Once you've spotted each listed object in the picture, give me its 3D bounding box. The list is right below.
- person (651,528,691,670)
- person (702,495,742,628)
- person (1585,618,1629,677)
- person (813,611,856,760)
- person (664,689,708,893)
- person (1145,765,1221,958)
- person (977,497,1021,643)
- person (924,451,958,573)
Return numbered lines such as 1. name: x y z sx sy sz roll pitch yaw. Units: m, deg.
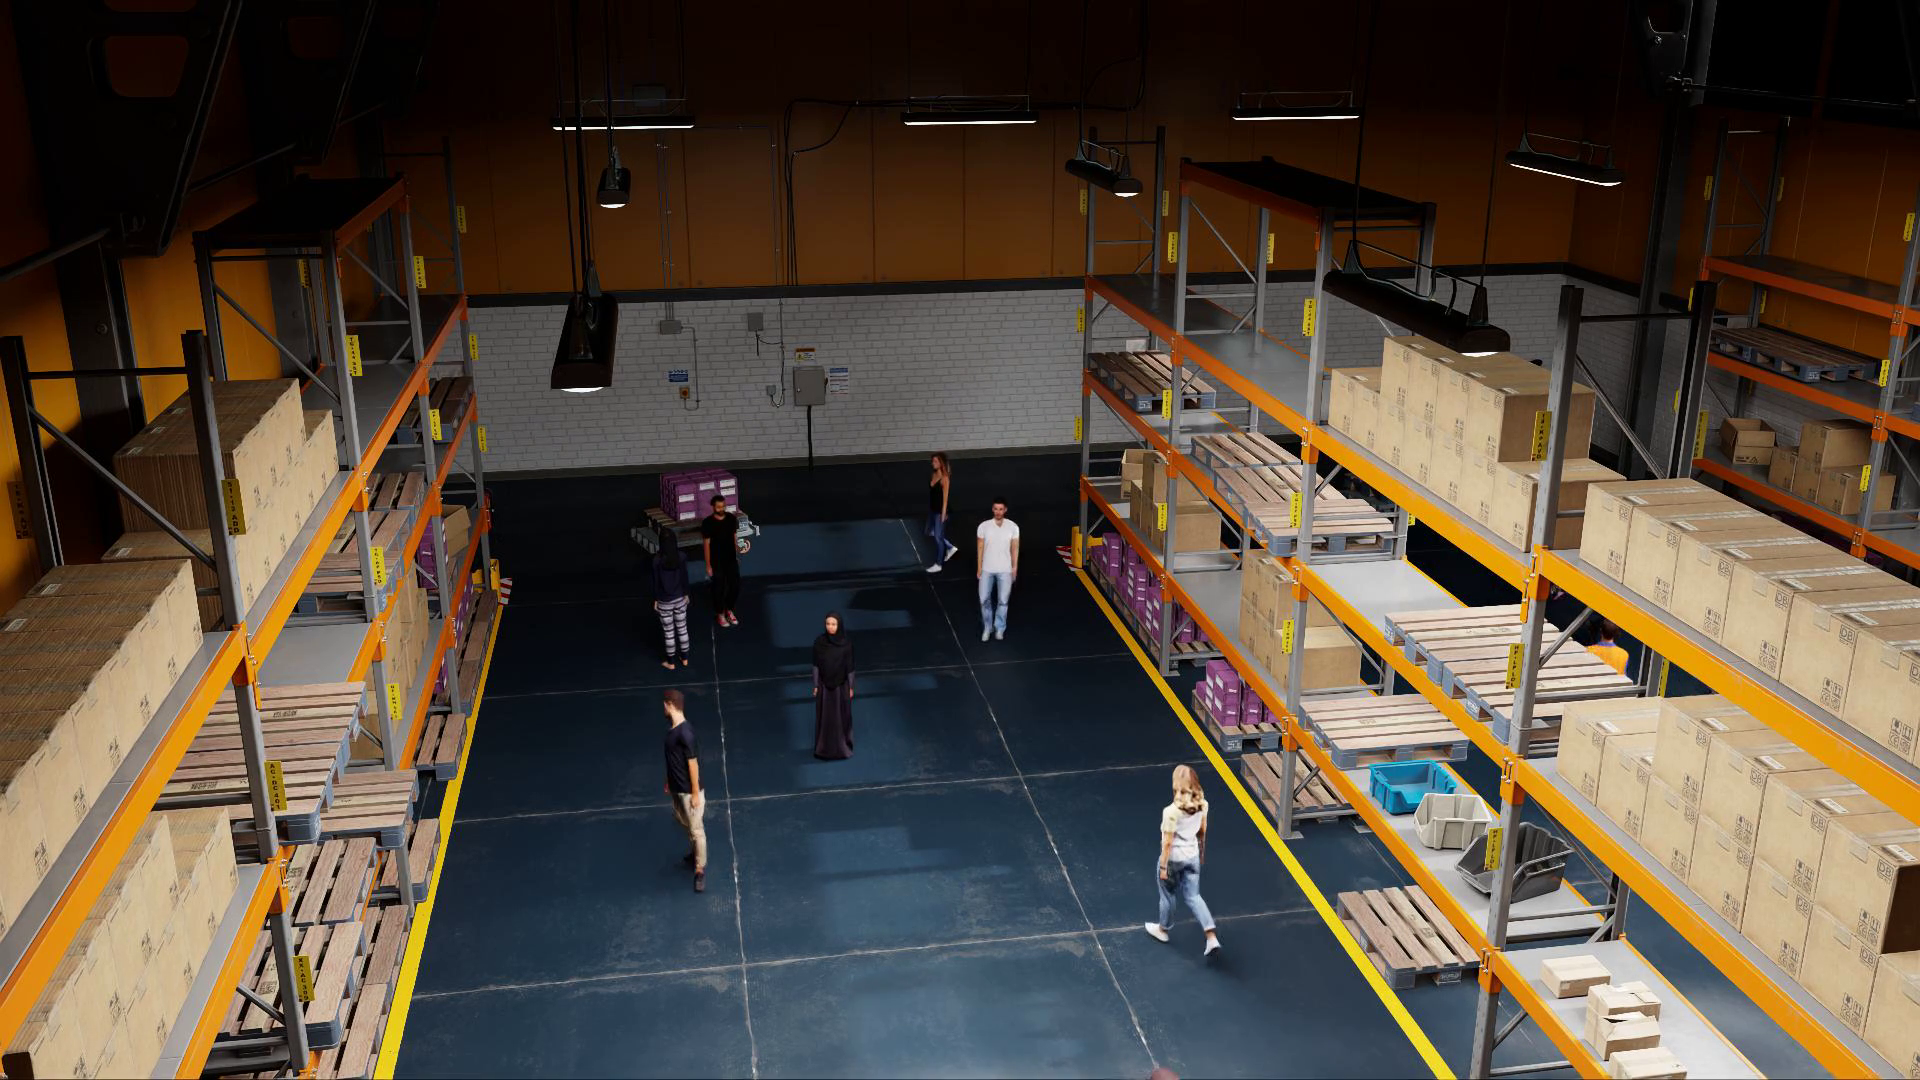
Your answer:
1. person: -3.418 0.681 19.698 0.674 1.733 0.641 -11 22 -30
2. person: -3.040 0.244 20.982 0.751 1.742 0.753 -12 22 -32
3. person: 6.354 1.662 16.603 0.828 1.848 1.092 1 19 3
4. person: -1.317 1.507 17.435 0.680 1.612 0.687 3 19 8
5. person: -2.406 2.253 14.910 0.924 1.810 0.699 -18 25 -42
6. person: 1.891 2.689 13.784 0.907 1.701 1.156 -12 22 -31
7. person: 0.462 0.331 20.552 0.753 1.850 0.730 1 19 4
8. person: -0.228 -0.409 22.968 0.782 1.710 0.805 -9 21 -26
